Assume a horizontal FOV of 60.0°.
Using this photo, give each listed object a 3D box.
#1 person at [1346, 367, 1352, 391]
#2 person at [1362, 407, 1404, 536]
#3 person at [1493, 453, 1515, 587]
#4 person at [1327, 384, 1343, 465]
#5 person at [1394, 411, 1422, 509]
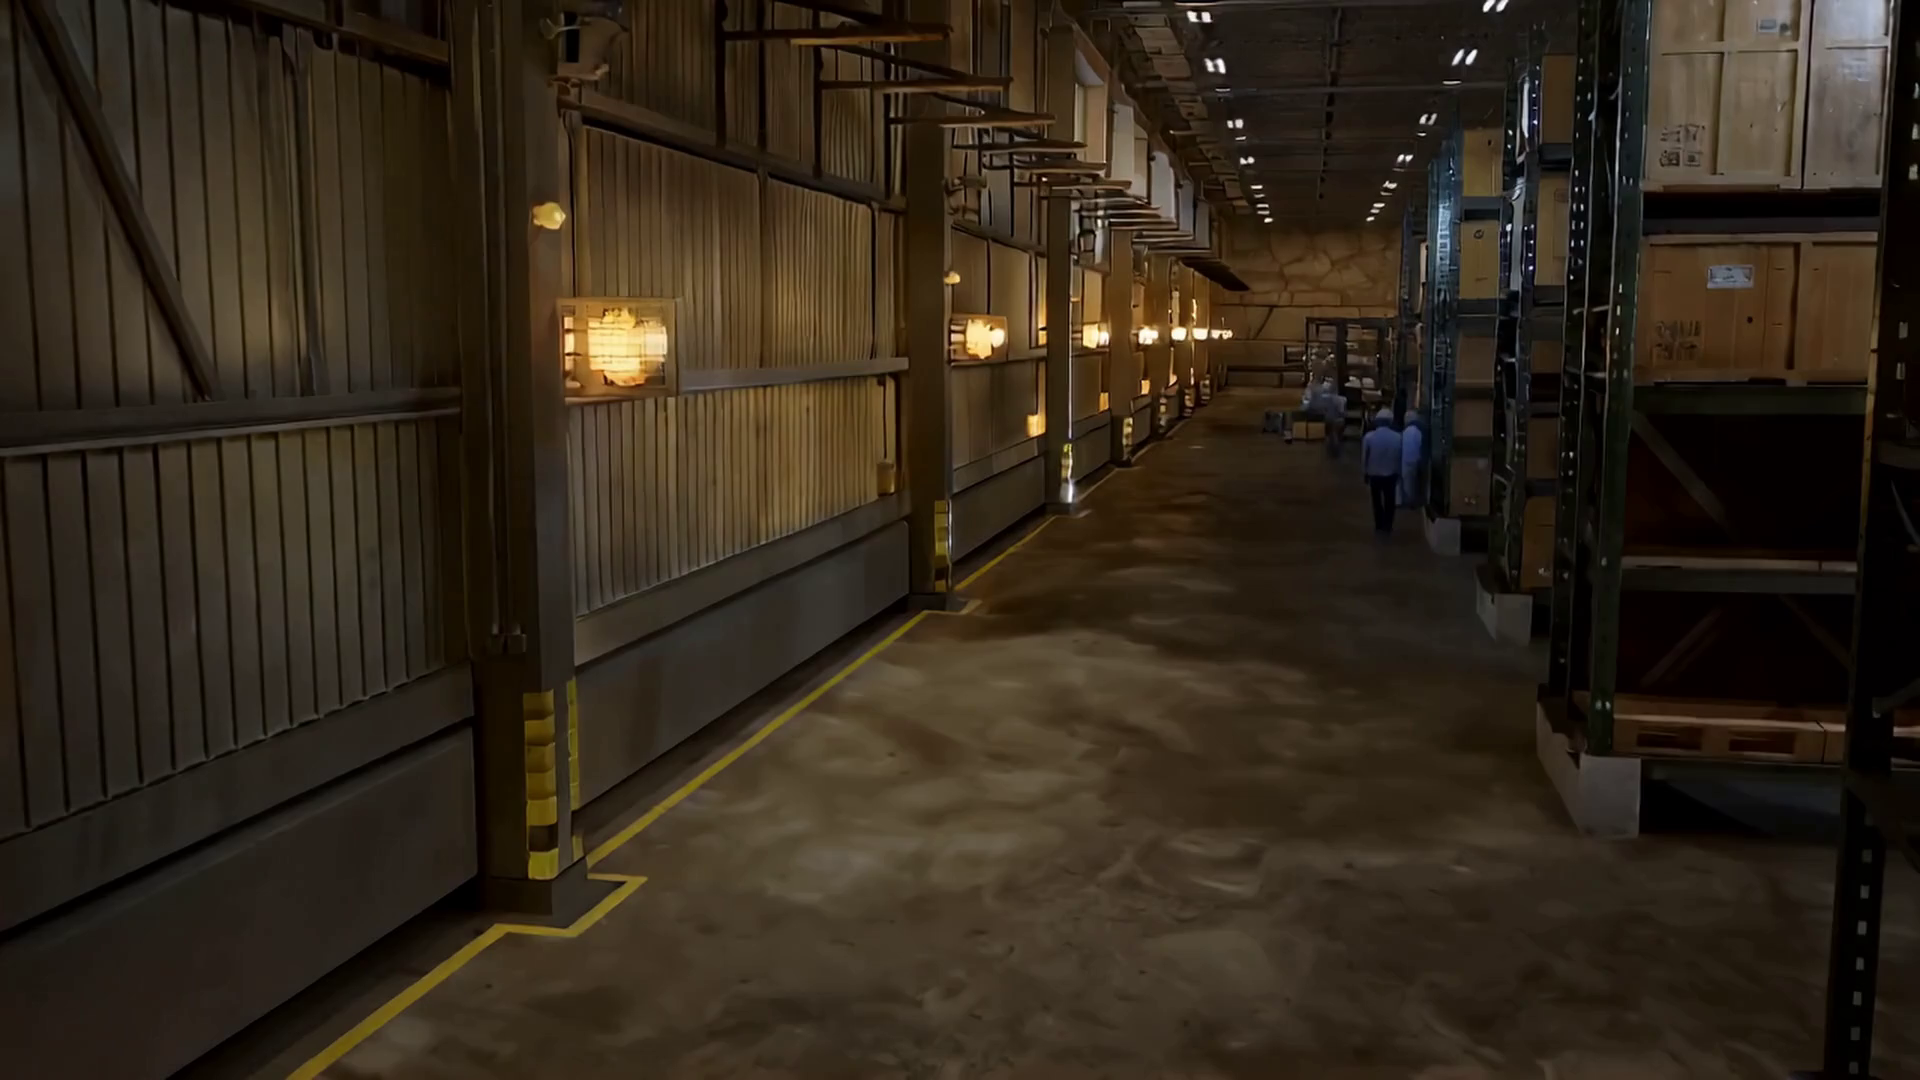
[{"bbox_3d":[14.593,-5.583,62.218,0.396,1.839,0.564,2,7,13],"label":"person"},{"bbox_3d":[6.434,-1.038,25.338,0.611,1.969,0.535,2,7,12],"label":"person"},{"bbox_3d":[6.302,-0.145,19.150,0.481,1.724,0.502,0,7,-1],"label":"person"},{"bbox_3d":[8.799,-2.720,39.106,0.390,1.897,0.704,2,7,12],"label":"person"},{"bbox_3d":[7.846,-1.404,29.256,0.570,1.714,0.498,-5,9,-36],"label":"person"}]
